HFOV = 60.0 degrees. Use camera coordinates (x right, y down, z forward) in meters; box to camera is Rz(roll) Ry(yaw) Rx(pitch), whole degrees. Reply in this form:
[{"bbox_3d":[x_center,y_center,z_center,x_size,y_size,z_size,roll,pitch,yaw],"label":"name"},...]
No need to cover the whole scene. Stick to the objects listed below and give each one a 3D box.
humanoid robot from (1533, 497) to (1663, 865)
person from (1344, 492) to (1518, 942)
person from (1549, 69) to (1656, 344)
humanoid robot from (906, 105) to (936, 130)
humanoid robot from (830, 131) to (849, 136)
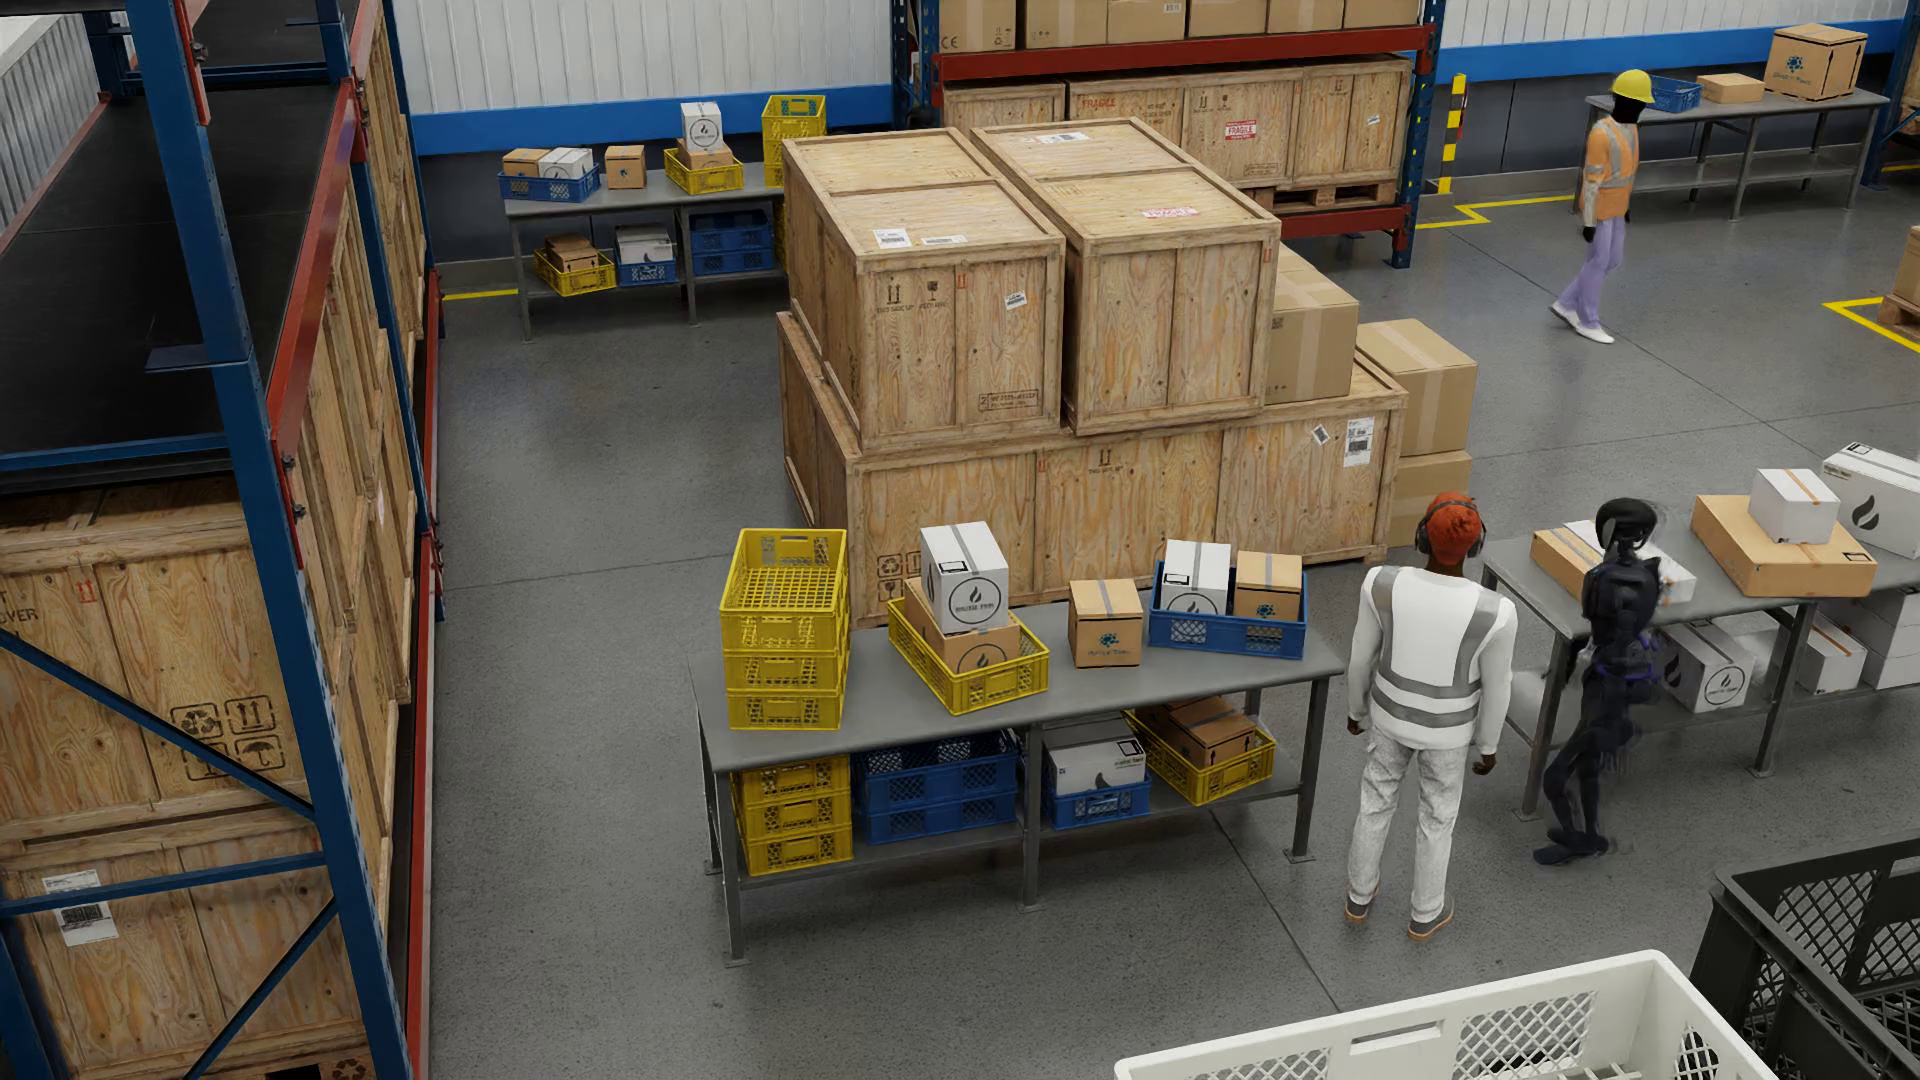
[{"bbox_3d":[2.531,0.584,6.594,0.430,1.640,0.618,7,30,12],"label":"humanoid robot"},{"bbox_3d":[1.728,0.681,6.208,0.582,1.882,0.351,15,32,25],"label":"person"},{"bbox_3d":[4.518,-2.329,11.640,0.512,1.915,0.595,23,36,36],"label":"person"},{"bbox_3d":[-0.242,-2.236,11.719,0.338,1.659,0.611,16,32,26],"label":"humanoid robot"},{"bbox_3d":[-0.772,-1.919,11.138,0.351,1.651,0.565,15,32,25],"label":"humanoid robot"}]
